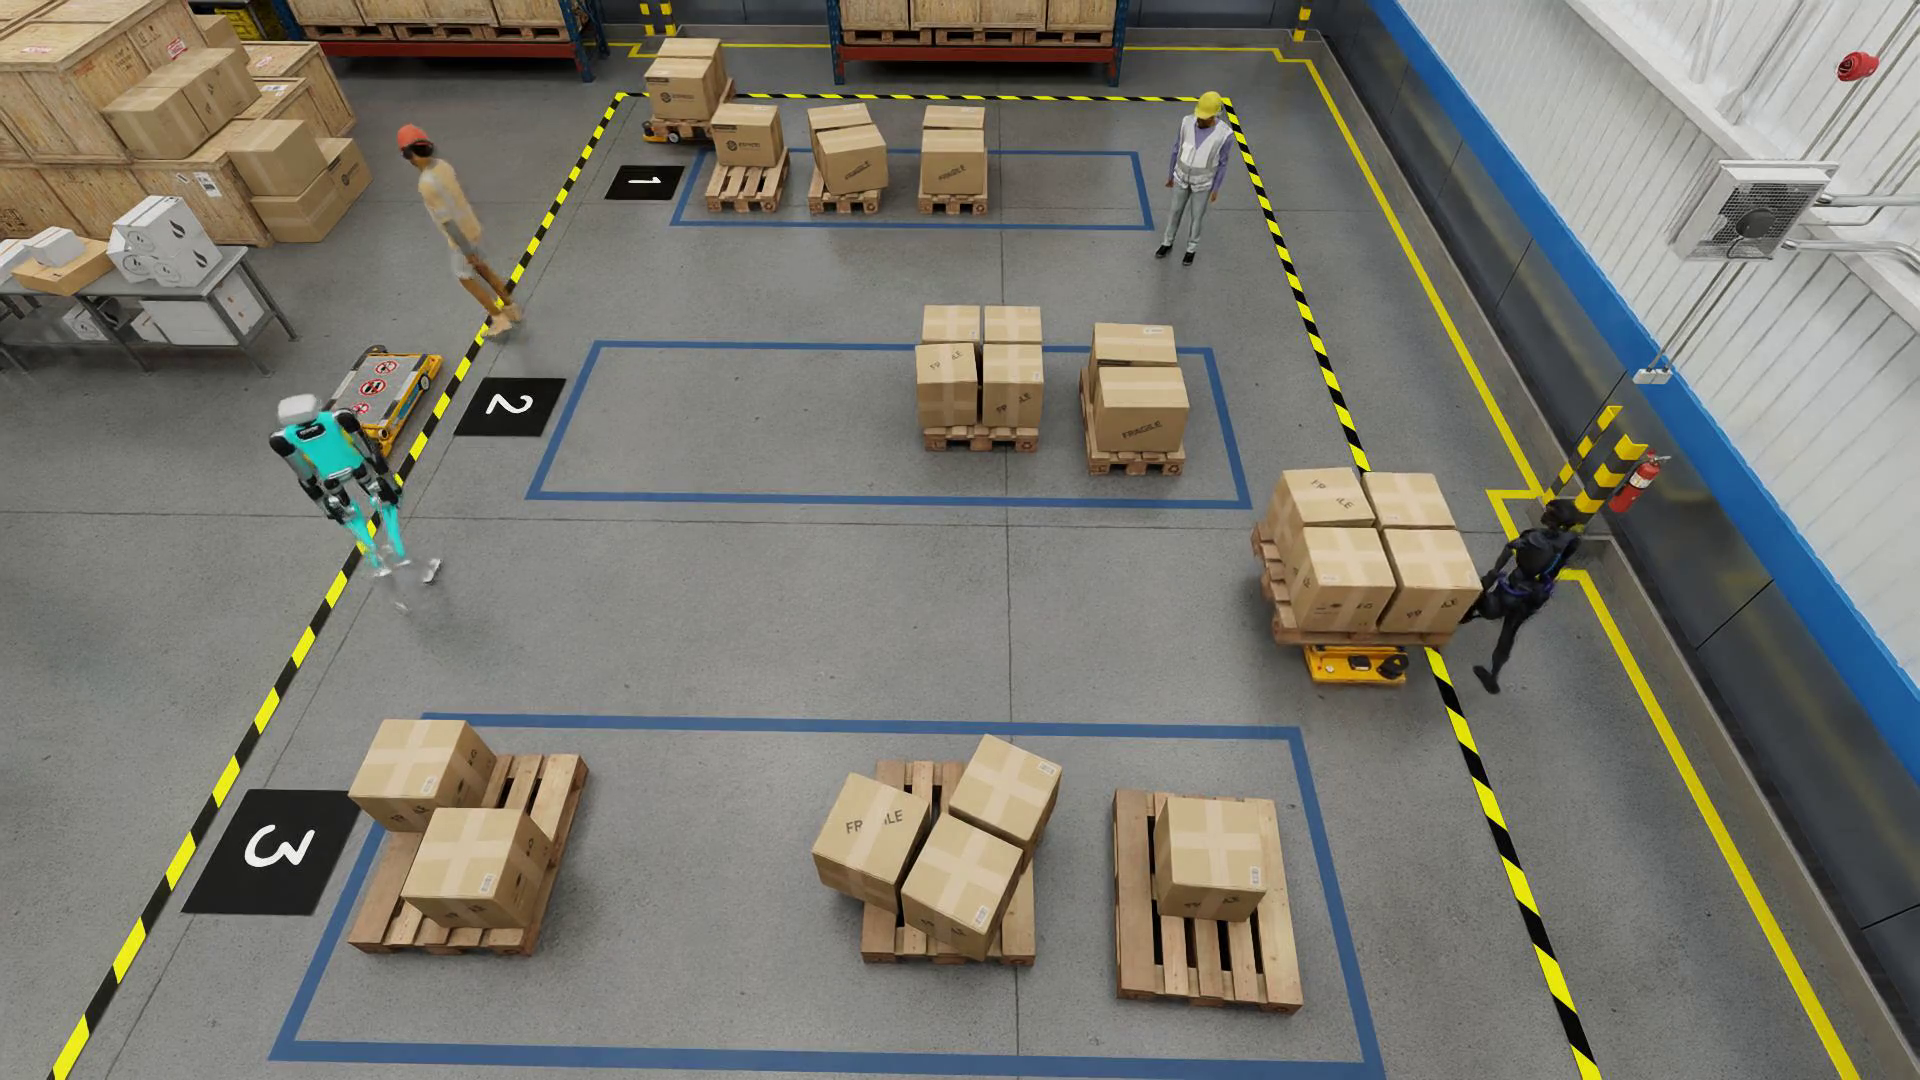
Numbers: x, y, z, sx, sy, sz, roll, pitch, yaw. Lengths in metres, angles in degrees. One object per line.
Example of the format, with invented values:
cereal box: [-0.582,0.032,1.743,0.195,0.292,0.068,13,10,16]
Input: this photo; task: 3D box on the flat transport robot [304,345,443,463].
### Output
flat transport robot: [-5.383,-1.269,8.441,0.659,0.231,1.431,1,50,1]

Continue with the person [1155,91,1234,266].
person: [2.425,-3.735,9.510,0.588,1.821,0.403,25,54,19]

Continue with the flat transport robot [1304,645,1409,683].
flat transport robot: [2.879,0.428,6.986,0.652,0.197,1.431,1,50,1]

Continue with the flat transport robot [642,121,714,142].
flat transport robot: [-3.364,-5.445,11.956,1.431,0.197,0.652,1,50,1]

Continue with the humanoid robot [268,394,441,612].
humanoid robot: [-4.240,-0.152,6.533,0.573,1.776,0.788,-26,55,-21]

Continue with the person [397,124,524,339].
person: [-4.731,-2.891,8.686,0.536,1.992,0.649,-3,50,-2]

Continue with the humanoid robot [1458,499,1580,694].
humanoid robot: [3.717,0.320,6.194,0.584,1.621,0.760,-8,50,-7]
